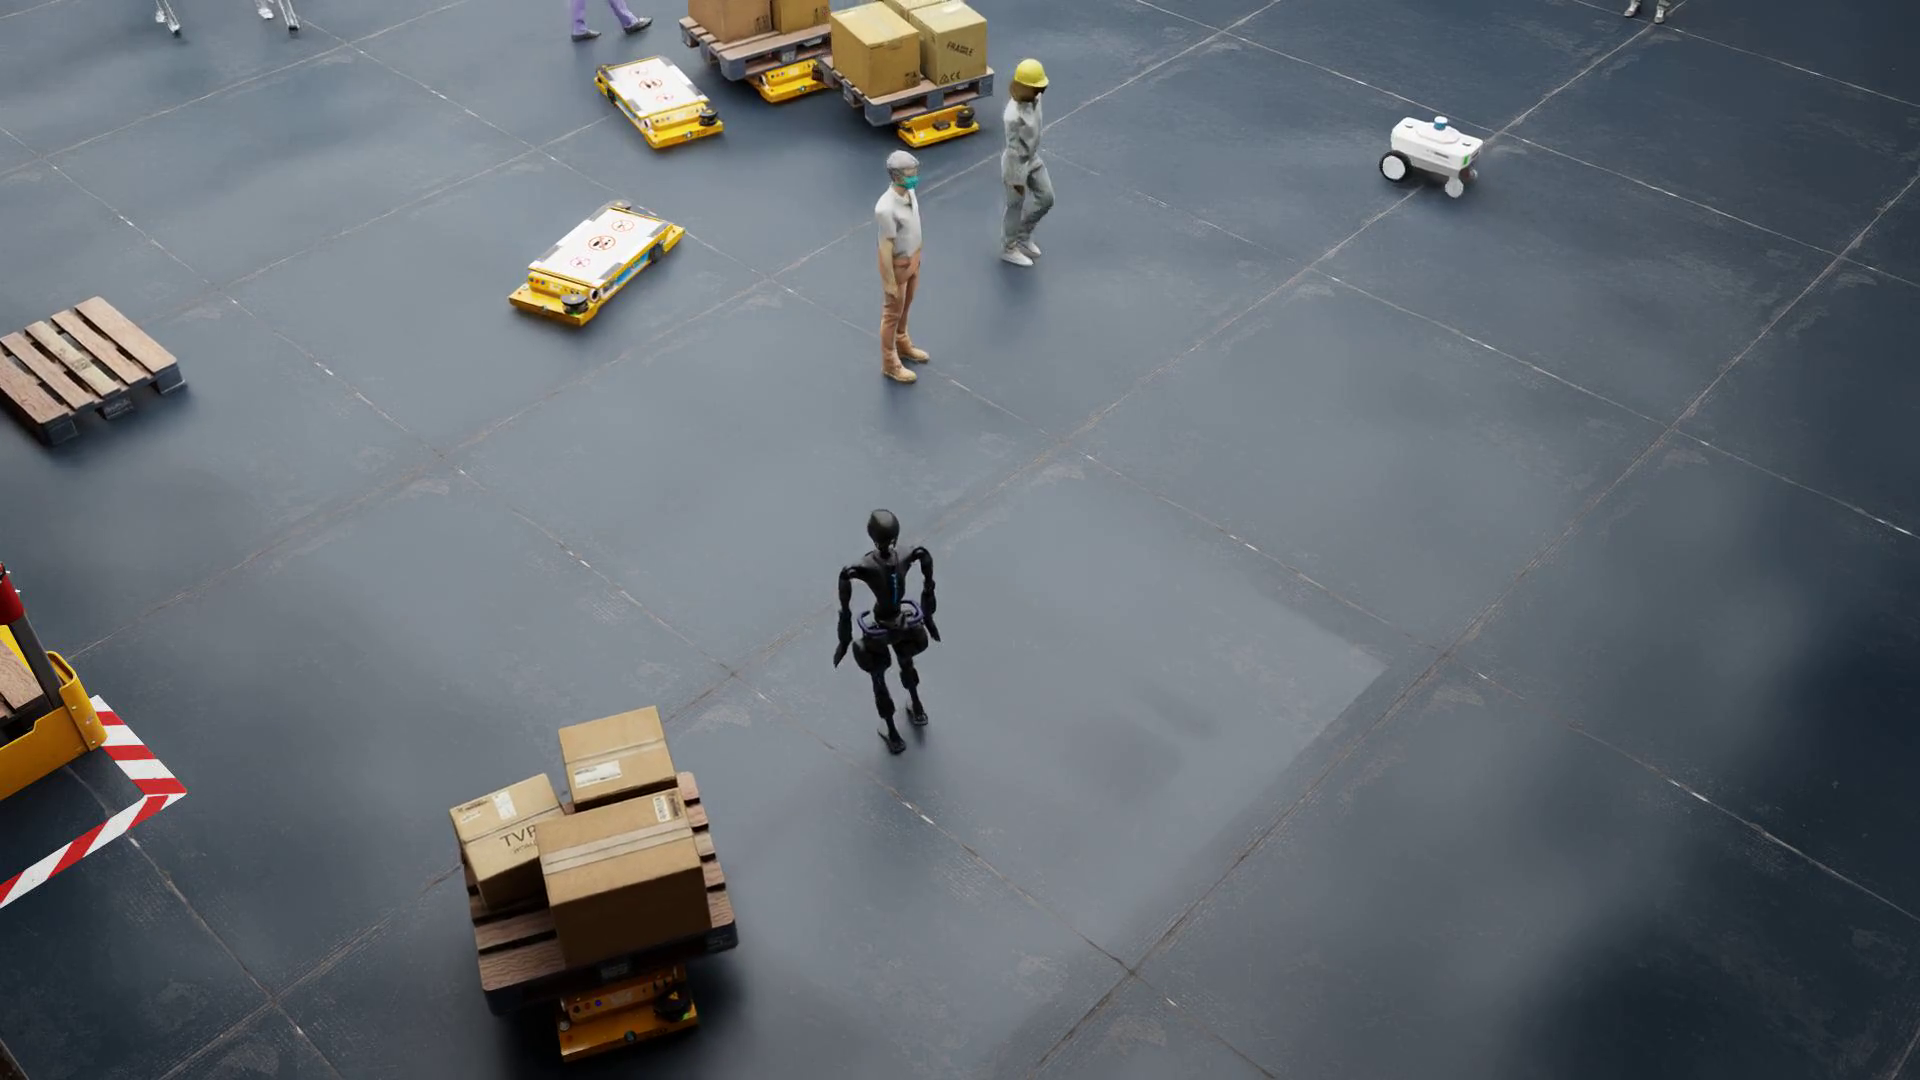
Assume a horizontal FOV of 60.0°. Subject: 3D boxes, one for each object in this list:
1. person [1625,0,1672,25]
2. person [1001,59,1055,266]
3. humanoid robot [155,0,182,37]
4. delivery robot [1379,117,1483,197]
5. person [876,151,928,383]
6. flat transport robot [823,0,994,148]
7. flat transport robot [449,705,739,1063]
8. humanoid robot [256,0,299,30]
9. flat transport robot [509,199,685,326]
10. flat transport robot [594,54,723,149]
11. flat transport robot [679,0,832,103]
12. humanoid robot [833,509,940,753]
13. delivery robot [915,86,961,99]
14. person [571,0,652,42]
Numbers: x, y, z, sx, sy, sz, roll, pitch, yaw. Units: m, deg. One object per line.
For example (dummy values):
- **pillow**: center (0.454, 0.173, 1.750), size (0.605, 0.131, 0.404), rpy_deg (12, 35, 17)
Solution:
- **person**: center (6.785, -5.887, 15.904), size (0.569, 1.831, 0.408), rpy_deg (18, 45, 19)
- **person**: center (0.488, -2.835, 12.579), size (0.420, 1.725, 0.510), rpy_deg (21, 46, 22)
- **humanoid robot**: center (-7.685, -5.620, 15.698), size (0.547, 1.762, 0.936), rpy_deg (-20, 46, -21)
- **delivery robot**: center (3.955, -3.254, 13.934), size (0.795, 0.602, 0.499), rpy_deg (27, 48, 26)
- **person**: center (-0.409, -1.913, 11.548), size (0.304, 1.742, 0.491), rpy_deg (14, 44, 15)
- **flat transport robot**: center (-0.471, -3.963, 14.931), size (0.659, 0.231, 1.431), rpy_deg (-21, 46, -22)
- **flat transport robot**: center (-1.803, 1.905, 8.409), size (0.659, 0.231, 1.431), rpy_deg (-13, 44, -14)
- **humanoid robot**: center (-6.697, -5.675, 15.803), size (0.550, 1.882, 0.782), rpy_deg (-23, 47, -24)
- **flat transport robot**: center (-2.812, -2.178, 12.947), size (0.659, 0.231, 1.431), rpy_deg (18, 45, 19)
- **flat transport robot**: center (-2.724, -3.961, 14.929), size (0.659, 0.231, 1.431), rpy_deg (-21, 46, -22)
- **flat transport robot**: center (-1.826, -4.517, 15.547), size (0.659, 0.231, 1.431), rpy_deg (-24, 47, -24)
- **humanoid robot**: center (-0.391, 0.497, 8.924), size (0.608, 1.654, 0.313), rpy_deg (-18, 45, -19)
- **delivery robot**: center (-0.292, -4.121, 14.888), size (0.525, 0.587, 0.734), rpy_deg (27, 48, 27)
- **person**: center (-3.403, -5.596, 15.593), size (0.813, 1.810, 0.580), rpy_deg (-25, 48, -25)
